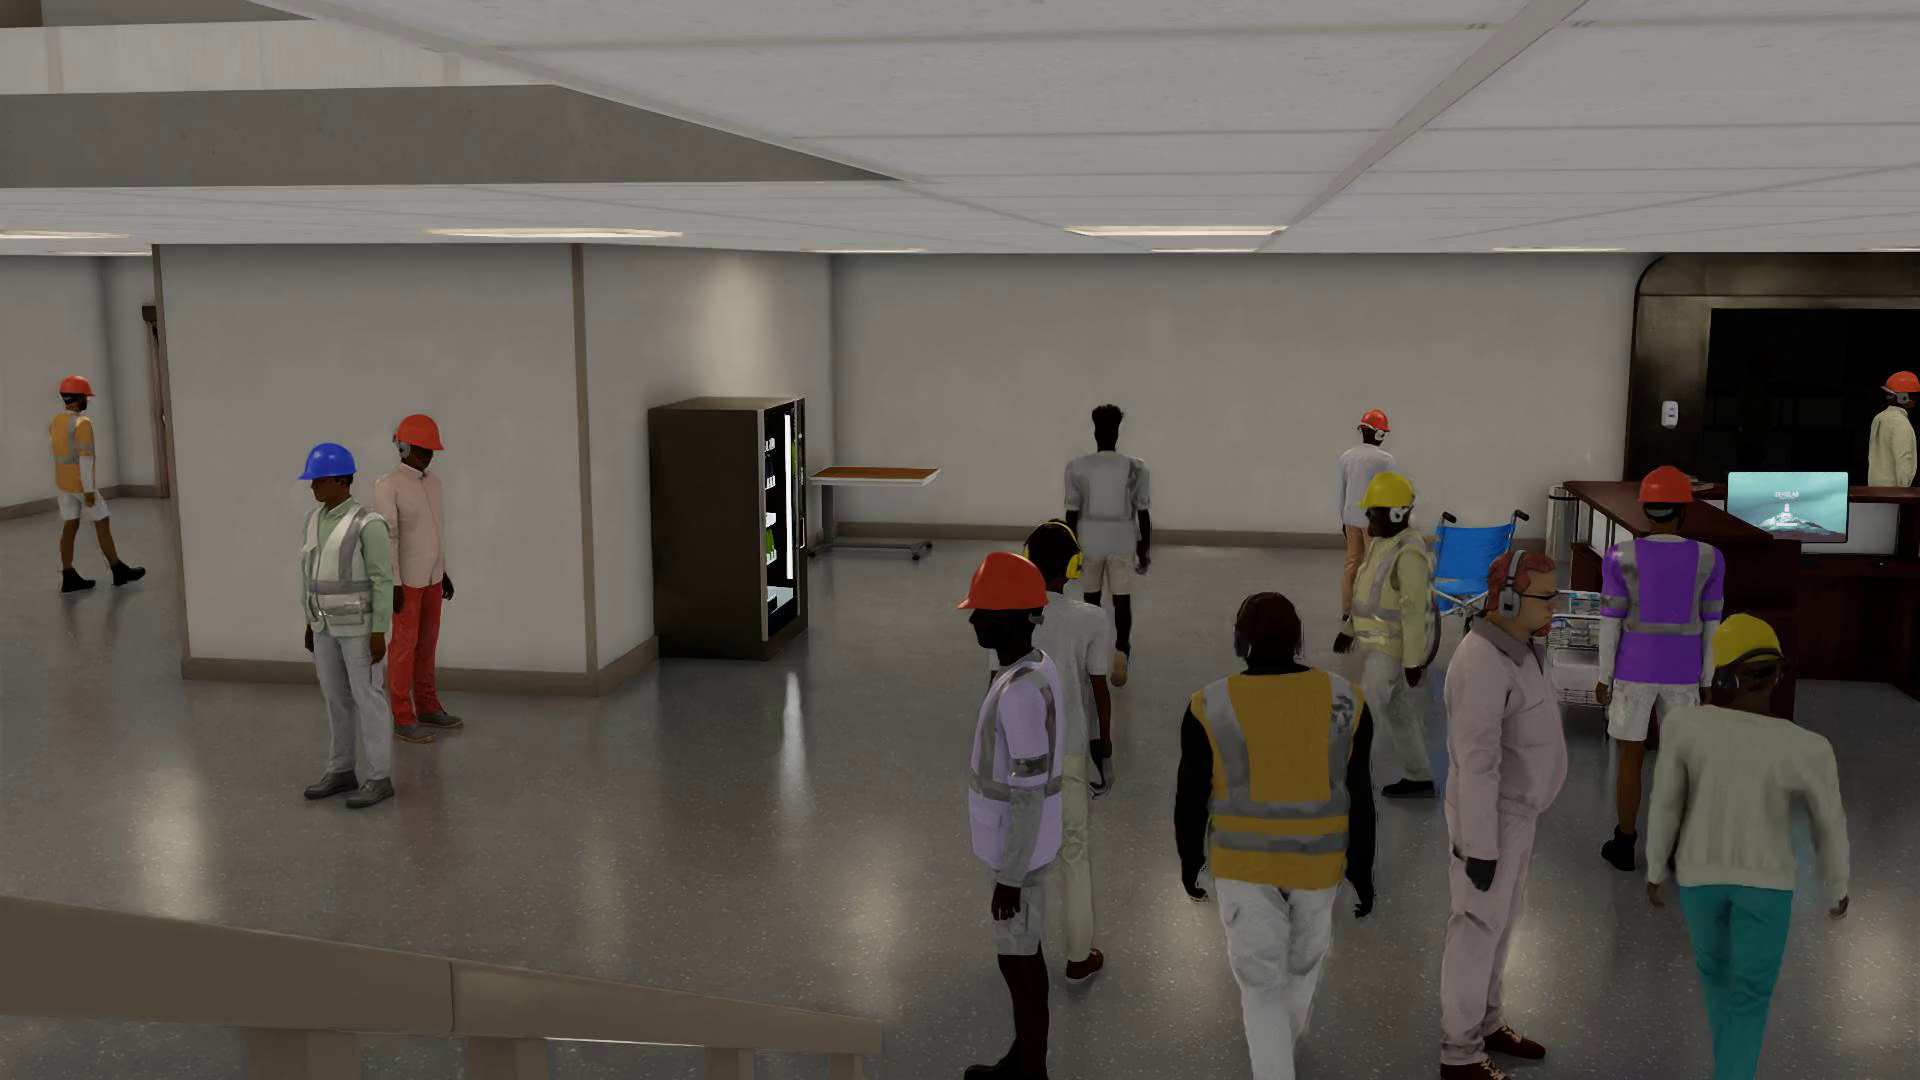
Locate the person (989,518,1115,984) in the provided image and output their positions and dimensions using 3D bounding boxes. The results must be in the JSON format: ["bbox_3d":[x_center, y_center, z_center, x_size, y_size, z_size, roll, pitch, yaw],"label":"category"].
[{"bbox_3d":[0.356,0.845,6.658,0.535,1.868,0.309,2,9,11],"label":"person"}]

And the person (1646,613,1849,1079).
[{"bbox_3d":[2.534,1.111,5.408,0.578,1.729,0.711,8,12,40],"label":"person"}]

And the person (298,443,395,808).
[{"bbox_3d":[-3.281,0.448,8.862,0.617,1.946,0.393,5,11,30],"label":"person"}]

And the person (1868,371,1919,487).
[{"bbox_3d":[7.965,-0.443,14.212,0.378,1.996,0.611,1,9,7],"label":"person"}]

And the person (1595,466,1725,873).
[{"bbox_3d":[3.290,0.615,7.879,0.547,1.934,0.376,2,9,12],"label":"person"}]

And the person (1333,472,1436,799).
[{"bbox_3d":[2.232,0.528,8.834,0.733,1.798,0.608,1,9,4],"label":"person"}]

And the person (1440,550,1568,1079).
[{"bbox_3d":[1.895,0.972,5.802,0.399,1.901,0.648,5,10,28],"label":"person"}]

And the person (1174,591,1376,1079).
[{"bbox_3d":[1.029,1.056,5.593,0.636,1.792,0.947,0,9,-3],"label":"person"}]

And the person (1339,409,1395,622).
[{"bbox_3d":[3.281,-0.173,13.321,0.351,1.743,0.564,-6,11,-31],"label":"person"}]

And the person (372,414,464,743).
[{"bbox_3d":[-3.292,0.224,10.128,0.393,1.985,0.611,2,9,14],"label":"person"}]

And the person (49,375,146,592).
[{"bbox_3d":[-7.779,-0.516,14.898,0.573,1.913,0.765,5,11,30],"label":"person"}]

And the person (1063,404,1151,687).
[{"bbox_3d":[1.012,0.038,11.438,0.608,1.942,0.837,0,9,1],"label":"person"}]

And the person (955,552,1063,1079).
[{"bbox_3d":[0.159,0.997,5.507,0.357,1.936,0.551,1,9,4],"label":"person"}]
